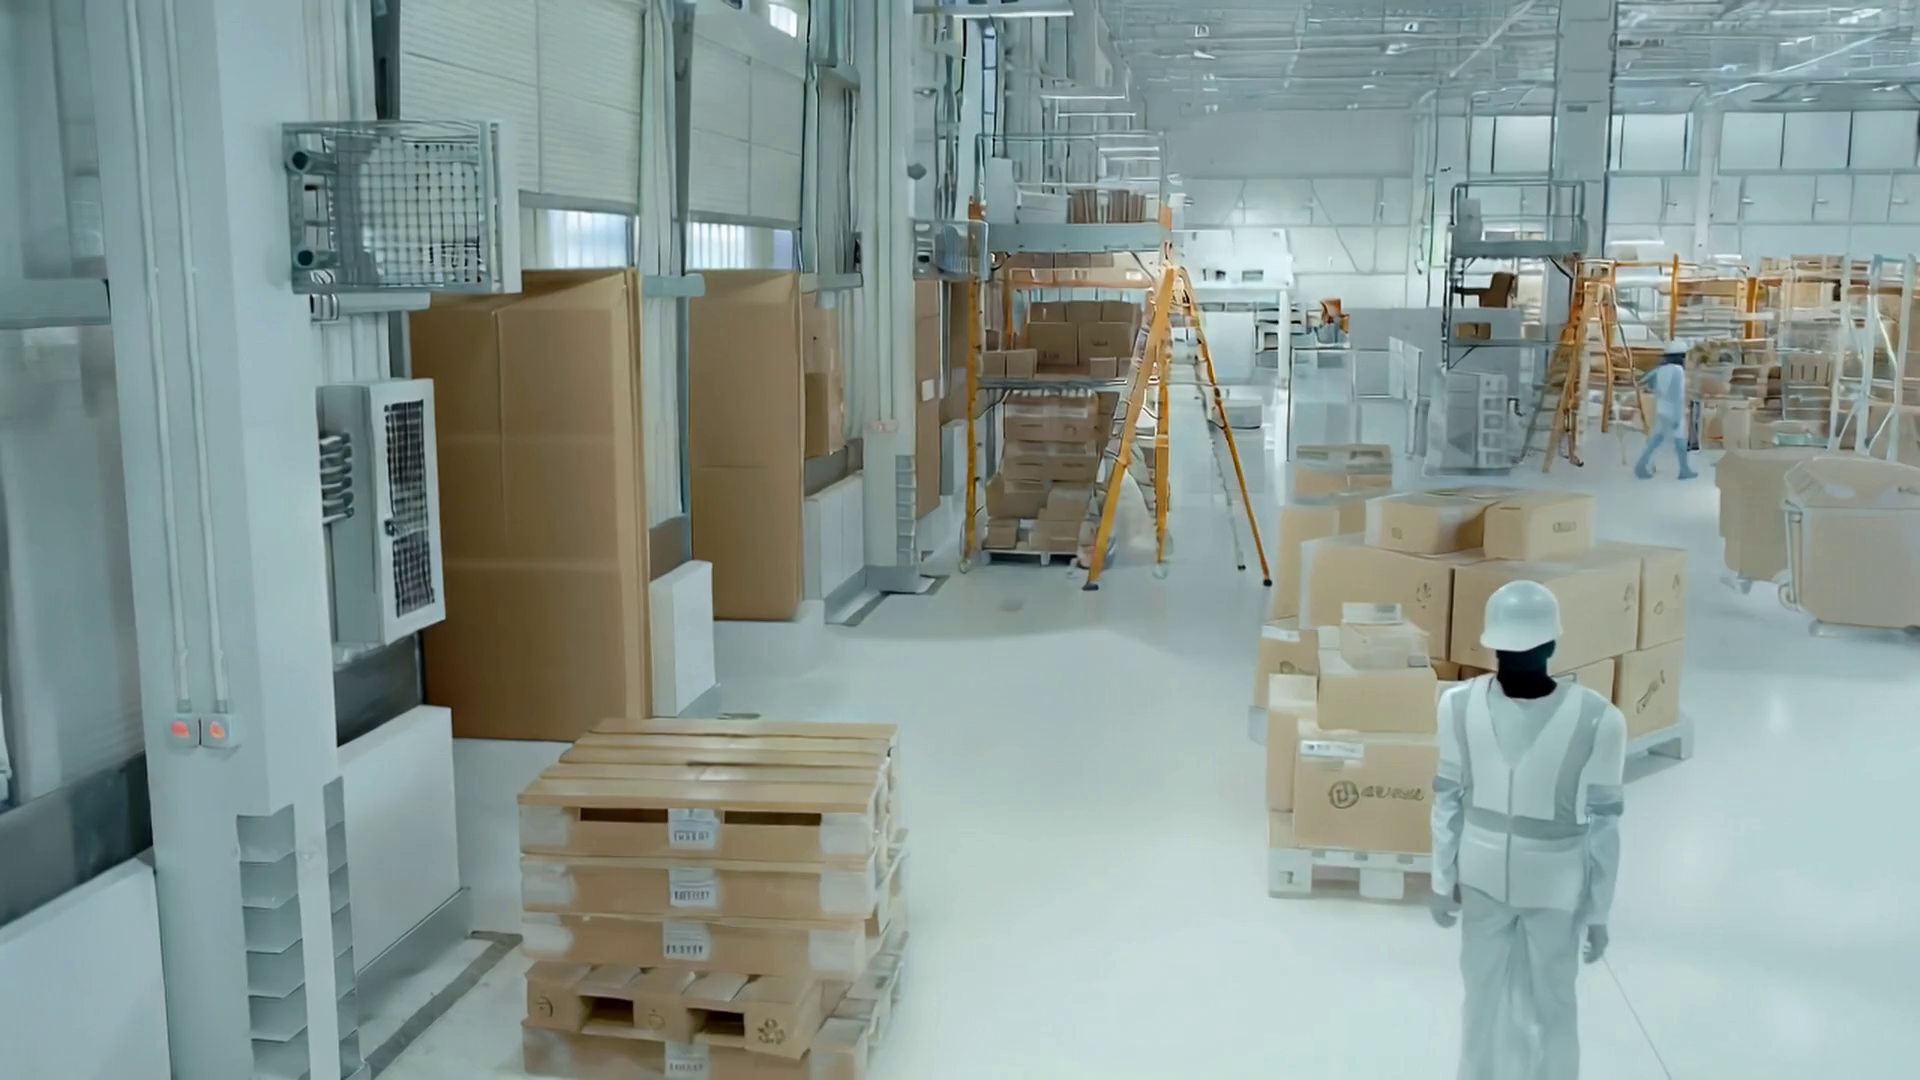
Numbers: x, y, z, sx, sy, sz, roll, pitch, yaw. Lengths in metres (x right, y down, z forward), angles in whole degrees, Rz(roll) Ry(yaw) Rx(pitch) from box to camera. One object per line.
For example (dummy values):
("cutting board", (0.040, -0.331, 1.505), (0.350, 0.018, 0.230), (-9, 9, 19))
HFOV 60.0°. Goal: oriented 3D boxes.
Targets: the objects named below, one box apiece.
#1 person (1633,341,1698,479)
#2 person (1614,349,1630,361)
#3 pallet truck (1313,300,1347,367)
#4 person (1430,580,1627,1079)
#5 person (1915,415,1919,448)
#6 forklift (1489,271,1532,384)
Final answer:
("person", (9.644, -1.756, 22.653), (0.958, 1.898, 0.543), (-3, 10, -20))
("person", (16.925, -4.846, 42.422), (0.541, 1.657, 0.857), (7, 11, 36))
("pallet truck", (11.159, -6.200, 49.718), (0.823, 1.965, 1.885), (4, 10, 26))
("person", (1.732, 1.064, 5.170), (0.586, 1.918, 0.398), (7, 11, 35))
("person", (15.586, -2.331, 26.666), (0.322, 1.737, 0.487), (7, 11, 36))
("forklift", (13.422, -5.322, 41.591), (1.873, 2.768, 1.129), (1, 9, 9))
